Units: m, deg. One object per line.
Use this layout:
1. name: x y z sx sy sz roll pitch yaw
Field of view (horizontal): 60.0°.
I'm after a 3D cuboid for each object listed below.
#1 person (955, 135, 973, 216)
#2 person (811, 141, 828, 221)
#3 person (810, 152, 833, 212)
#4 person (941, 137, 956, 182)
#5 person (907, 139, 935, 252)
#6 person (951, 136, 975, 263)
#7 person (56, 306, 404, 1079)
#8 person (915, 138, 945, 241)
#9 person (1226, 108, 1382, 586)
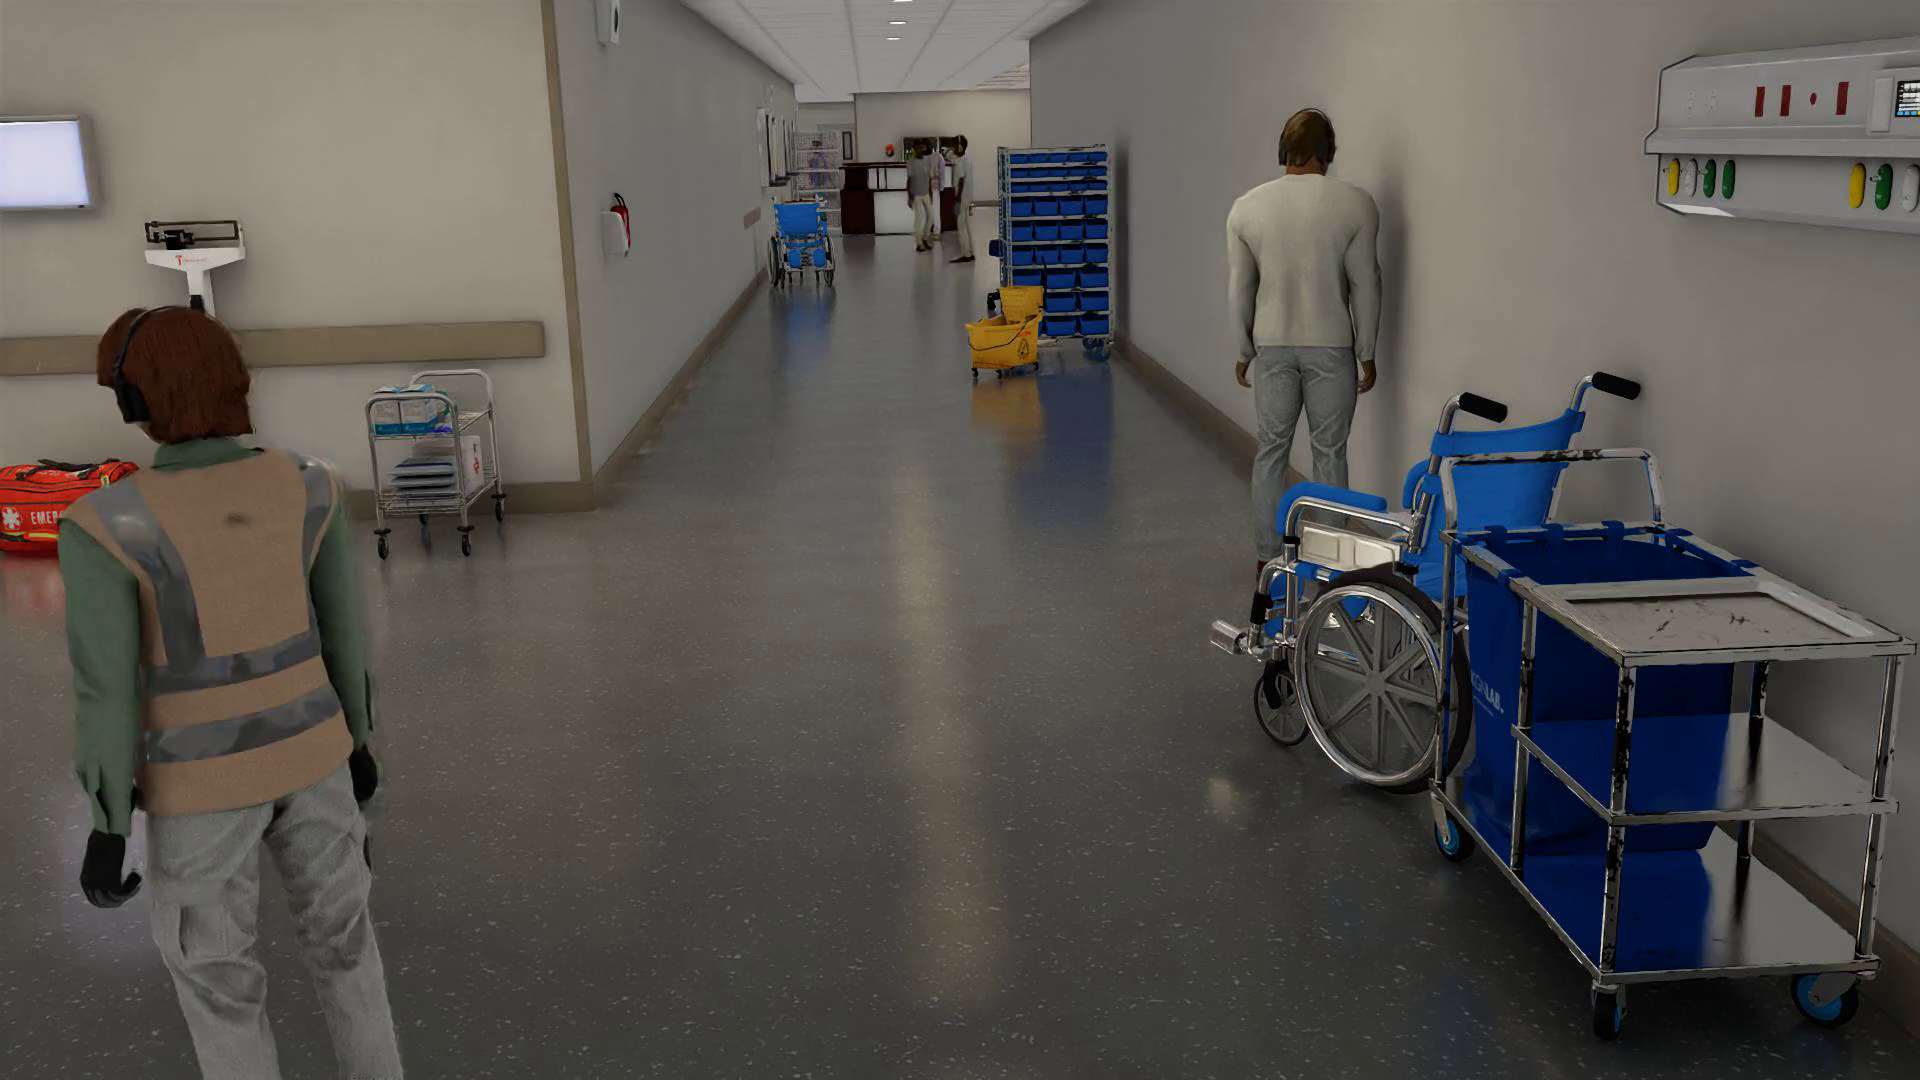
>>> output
1. person: 0.020 -8.590 39.211 0.574 1.884 0.355 8 16 33
2. person: -3.250 -8.320 38.574 0.379 1.841 0.570 -4 14 -11
3. person: -3.547 -9.236 42.627 0.529 1.728 0.783 8 16 34
4. person: -0.239 -8.494 38.925 0.328 1.844 0.514 -11 16 -34
5. person: -0.641 -5.650 27.314 0.557 1.834 0.451 -10 16 -29
6. person: 0.043 -5.031 24.675 0.309 1.863 0.584 3 14 17
7. person: -1.236 0.421 2.860 0.332 1.629 0.566 8 16 33
8. person: -0.580 -6.379 30.287 0.622 1.845 0.429 3 15 19
9. person: 1.403 -0.767 6.797 0.627 1.934 0.370 5 15 25
